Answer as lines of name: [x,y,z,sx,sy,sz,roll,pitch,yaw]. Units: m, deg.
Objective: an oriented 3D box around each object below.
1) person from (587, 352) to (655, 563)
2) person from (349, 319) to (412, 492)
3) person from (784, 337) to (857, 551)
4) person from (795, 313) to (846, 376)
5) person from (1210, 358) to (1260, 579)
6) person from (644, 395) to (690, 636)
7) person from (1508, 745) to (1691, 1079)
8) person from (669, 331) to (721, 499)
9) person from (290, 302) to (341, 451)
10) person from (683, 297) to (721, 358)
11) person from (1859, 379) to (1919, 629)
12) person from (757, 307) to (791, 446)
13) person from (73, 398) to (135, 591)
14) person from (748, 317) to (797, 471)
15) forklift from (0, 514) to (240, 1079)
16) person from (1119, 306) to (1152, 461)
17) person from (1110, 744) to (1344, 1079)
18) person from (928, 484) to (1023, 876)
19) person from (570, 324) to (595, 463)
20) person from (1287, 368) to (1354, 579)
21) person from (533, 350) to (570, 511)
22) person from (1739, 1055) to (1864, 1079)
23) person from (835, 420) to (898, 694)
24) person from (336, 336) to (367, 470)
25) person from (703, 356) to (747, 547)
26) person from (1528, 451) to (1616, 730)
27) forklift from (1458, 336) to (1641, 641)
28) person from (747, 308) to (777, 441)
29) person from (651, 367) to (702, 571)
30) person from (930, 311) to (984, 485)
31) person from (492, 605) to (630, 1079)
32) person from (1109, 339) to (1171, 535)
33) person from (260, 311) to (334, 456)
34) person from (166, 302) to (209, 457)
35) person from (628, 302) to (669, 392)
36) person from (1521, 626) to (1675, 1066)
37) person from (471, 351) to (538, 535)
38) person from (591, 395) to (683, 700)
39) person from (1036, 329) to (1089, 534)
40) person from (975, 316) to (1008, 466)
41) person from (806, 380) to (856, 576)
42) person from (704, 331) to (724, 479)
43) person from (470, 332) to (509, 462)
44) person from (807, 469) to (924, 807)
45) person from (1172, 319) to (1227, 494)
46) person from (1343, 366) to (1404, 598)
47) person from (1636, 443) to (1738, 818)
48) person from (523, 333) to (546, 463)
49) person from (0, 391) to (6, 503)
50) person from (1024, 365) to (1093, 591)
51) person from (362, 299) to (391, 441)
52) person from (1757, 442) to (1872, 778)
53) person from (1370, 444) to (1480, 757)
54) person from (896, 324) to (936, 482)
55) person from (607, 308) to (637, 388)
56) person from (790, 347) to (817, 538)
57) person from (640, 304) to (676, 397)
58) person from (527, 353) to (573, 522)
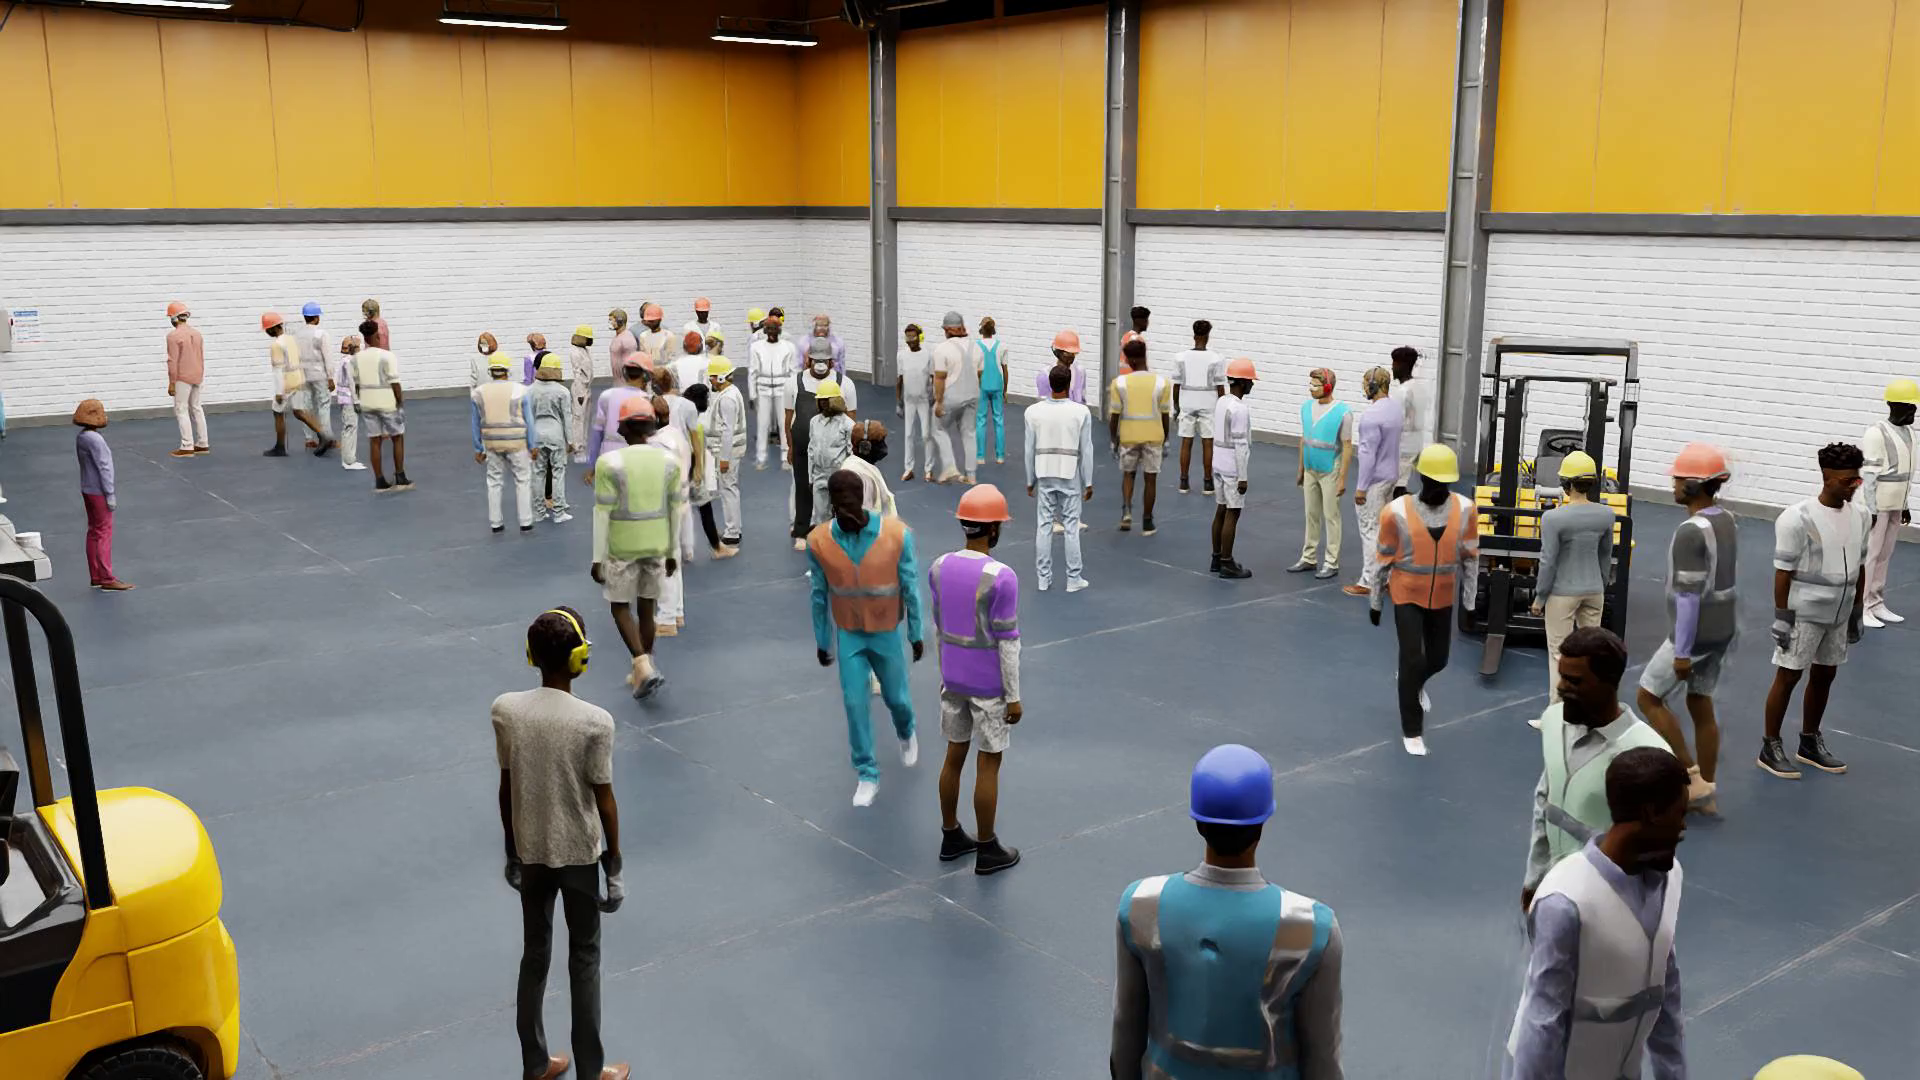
person: [-2.859,-0.649,14.544,0.683,1.965,1.010,5,13,23]
person: [-6.573,-1.515,18.813,0.644,1.933,0.525,2,12,10]
person: [-1.311,-0.898,15.574,0.684,2.000,0.535,0,12,-1]
person: [-1.786,-1.998,21.358,0.660,1.866,0.911,0,12,-2]
person: [2.404,-0.625,14.532,0.389,1.930,0.544,-2,12,-11]
person: [-2.279,-0.191,12.682,0.429,1.830,0.635,0,12,-2]
person: [1.729,1.470,4.579,0.639,1.872,0.652,-9,15,-36]
person: [-3.004,-1.398,18.510,0.763,1.844,0.551,3,12,16]
person: [-8.442,-2.134,21.766,0.605,1.948,0.403,4,12,17]
person: [-3.558,-2.409,23.120,0.552,1.934,0.373,-6,13,-27]
person: [7.204,-0.290,12.910,0.585,1.928,0.369,-8,14,-35]
person: [-2.462,-2.179,22.224,0.526,1.857,0.343,4,12,19]
person: [-7.274,-0.382,14.064,0.500,1.636,0.286,11,16,44]
person: [-2.277,-1.770,20.226,0.628,1.872,0.464,-1,12,-3]
forklift: [-3.687,1.115,5.480,2.313,2.155,1.214,-9,15,-36]
person: [2.213,-1.981,21.022,0.407,1.953,0.621,-2,12,-9]
person: [0.690,1.480,4.345,0.611,1.943,0.409,5,13,24]
person: [0.097,0.683,8.211,0.387,1.930,0.545,-11,16,-44]
person: [-4.704,-1.836,20.848,0.319,1.734,0.483,1,12,3]
person: [3.187,-0.585,14.543,0.396,1.841,0.565,-7,14,-32]
person: [-4.374,-1.163,17.681,0.318,1.700,0.535,-6,13,-26]
person: [1.538,1.806,3.189,0.313,1.767,0.523,9,15,36]
person: [-0.623,0.103,11.223,0.429,1.842,0.633,-1,12,-6]
person: [-7.432,-1.669,20.308,0.324,1.630,0.507,-6,13,-27]
person: [-2.234,-0.844,15.856,0.403,1.819,0.601,-1,12,-6]
person: [3.782,0.331,10.305,0.524,1.769,0.326,-3,12,-16]
forklift: [4.683,-0.471,13.136,1.214,2.155,2.313,4,12,20]
person: [-2.685,-2.251,22.650,0.404,1.821,0.592,7,13,29]
person: [-2.584,-0.634,14.867,0.523,1.800,0.633,-3,12,-16]
person: [-0.036,-1.658,19.241,0.702,2.000,0.572,-10,15,-39]
person: [-1.457,1.161,6.085,0.500,1.862,0.326,3,12,16]
person: [1.772,-1.000,16.329,0.587,1.940,0.416,3,12,13]
person: [-8.498,-1.970,21.168,0.892,1.883,0.571,1,12,6]
person: [-9.939,-2.060,21.343,0.411,1.980,0.625,2,12,12]
person: [-4.153,-2.226,22.273,0.641,1.928,0.386,-8,14,-35]
person: [2.178,1.218,5.690,0.411,1.908,0.603,-3,12,-16]
person: [-4.462,-0.931,16.281,0.618,1.825,0.405,1,12,3]
person: [-2.094,0.073,10.987,0.667,2.003,0.707,-8,14,-33]
person: [1.036,-1.062,16.408,0.612,2.029,0.407,-10,15,-39]
person: [0.347,-1.836,20.577,0.505,1.847,0.348,-2,12,-9]
person: [-1.125,-0.525,14.495,0.489,1.744,0.295,6,13,27]
person: [-2.915,-1.610,19.787,0.317,1.721,0.678,-4,12,-19]
person: [-5.902,-1.791,20.877,0.497,1.633,0.289,1,12,7]
person: [-0.508,0.492,9.250,0.631,1.880,0.715,2,12,8]
person: [2.679,-1.492,18.620,0.612,1.963,0.361,4,12,20]
person: [3.466,-0.483,13.851,0.375,1.930,0.636,8,14,34]
person: [3.906,0.499,8.869,0.617,2.028,0.477,-10,15,-41]
person: [-5.248,-1.778,20.820,0.313,1.631,0.527,6,13,27]
person: [-10.570,-1.179,17.929,0.524,1.631,0.315,-2,12,-11]
person: [0.832,-0.515,14.018,0.587,1.920,0.390,4,12,18]
person: [-7.938,-2.318,22.695,0.371,1.934,0.627,-4,12,-19]
person: [4.907,0.400,9.509,0.607,1.957,0.380,-3,12,-16]
person: [2.783,0.315,10.099,0.612,1.889,0.801,-1,12,-5]
person: [-0.499,-1.598,19.415,0.538,1.858,0.336,3,12,16]
person: [-4.187,-1.918,20.747,0.356,1.938,0.633,-5,13,-24]
person: [-1.444,-0.942,16.171,0.401,1.892,0.667,3,12,14]
person: [-3.957,-2.108,21.708,0.543,1.928,0.403,6,13,25]
person: [-4.180,-1.042,17.025,0.489,1.728,0.323,2,12,11]
